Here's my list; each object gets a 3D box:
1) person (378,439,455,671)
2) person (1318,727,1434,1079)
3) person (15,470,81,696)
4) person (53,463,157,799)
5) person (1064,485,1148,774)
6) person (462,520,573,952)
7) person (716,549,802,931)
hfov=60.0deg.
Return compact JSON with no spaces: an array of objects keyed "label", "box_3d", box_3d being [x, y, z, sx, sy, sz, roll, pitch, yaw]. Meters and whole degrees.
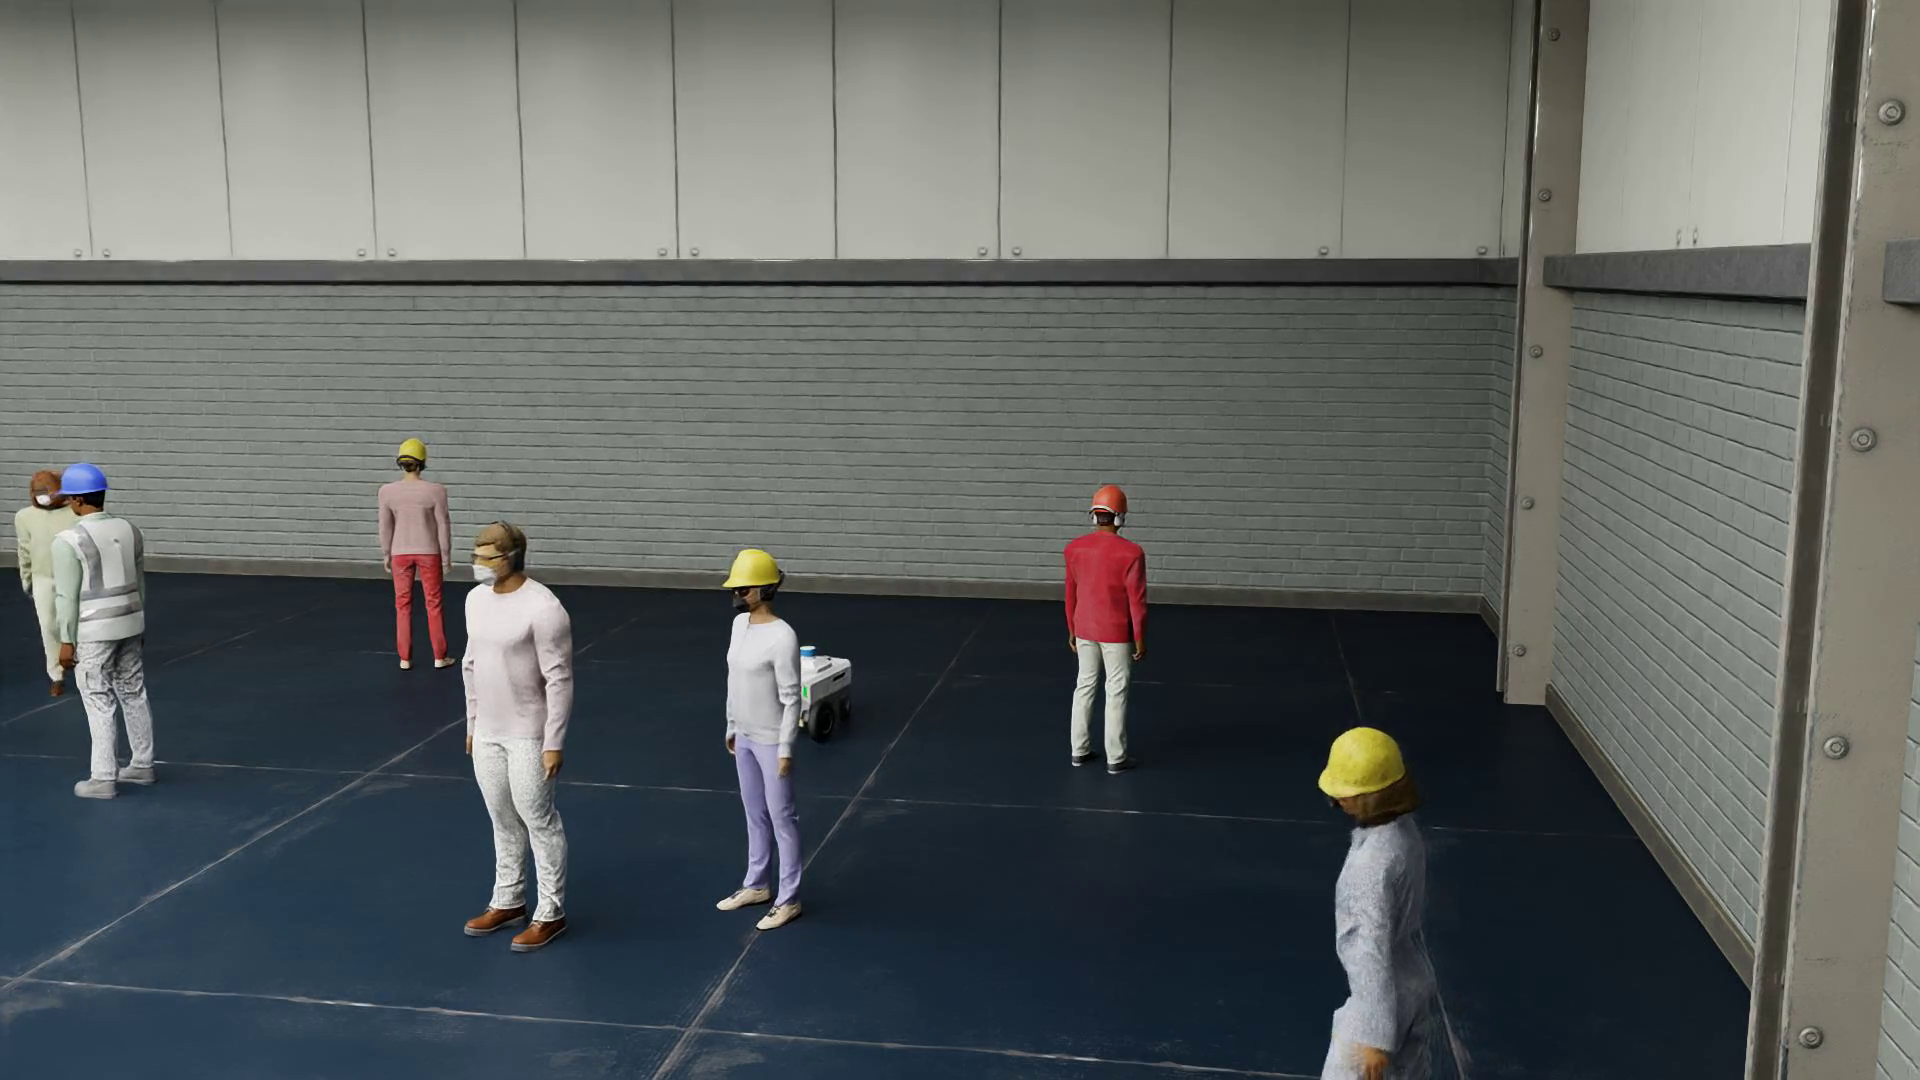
[{"label":"person","box_3d":[-4.128,0.115,12.629,0.526,1.768,0.330,-1,9,-5]},{"label":"person","box_3d":[1.257,1.382,5.015,0.423,1.709,0.627,6,11,31]},{"label":"person","box_3d":[-6.499,0.295,11.995,0.520,1.612,0.486,-3,10,-17]},{"label":"person","box_3d":[-4.975,0.518,9.645,0.435,1.938,0.601,3,10,16]},{"label":"person","box_3d":[0.900,0.535,10.118,0.570,1.744,0.351,7,12,39]},{"label":"person","box_3d":[-2.000,0.867,7.466,0.638,1.937,0.357,7,11,35]},{"label":"person","box_3d":[-0.928,0.914,7.703,0.320,1.769,0.523,-7,12,-38]}]
